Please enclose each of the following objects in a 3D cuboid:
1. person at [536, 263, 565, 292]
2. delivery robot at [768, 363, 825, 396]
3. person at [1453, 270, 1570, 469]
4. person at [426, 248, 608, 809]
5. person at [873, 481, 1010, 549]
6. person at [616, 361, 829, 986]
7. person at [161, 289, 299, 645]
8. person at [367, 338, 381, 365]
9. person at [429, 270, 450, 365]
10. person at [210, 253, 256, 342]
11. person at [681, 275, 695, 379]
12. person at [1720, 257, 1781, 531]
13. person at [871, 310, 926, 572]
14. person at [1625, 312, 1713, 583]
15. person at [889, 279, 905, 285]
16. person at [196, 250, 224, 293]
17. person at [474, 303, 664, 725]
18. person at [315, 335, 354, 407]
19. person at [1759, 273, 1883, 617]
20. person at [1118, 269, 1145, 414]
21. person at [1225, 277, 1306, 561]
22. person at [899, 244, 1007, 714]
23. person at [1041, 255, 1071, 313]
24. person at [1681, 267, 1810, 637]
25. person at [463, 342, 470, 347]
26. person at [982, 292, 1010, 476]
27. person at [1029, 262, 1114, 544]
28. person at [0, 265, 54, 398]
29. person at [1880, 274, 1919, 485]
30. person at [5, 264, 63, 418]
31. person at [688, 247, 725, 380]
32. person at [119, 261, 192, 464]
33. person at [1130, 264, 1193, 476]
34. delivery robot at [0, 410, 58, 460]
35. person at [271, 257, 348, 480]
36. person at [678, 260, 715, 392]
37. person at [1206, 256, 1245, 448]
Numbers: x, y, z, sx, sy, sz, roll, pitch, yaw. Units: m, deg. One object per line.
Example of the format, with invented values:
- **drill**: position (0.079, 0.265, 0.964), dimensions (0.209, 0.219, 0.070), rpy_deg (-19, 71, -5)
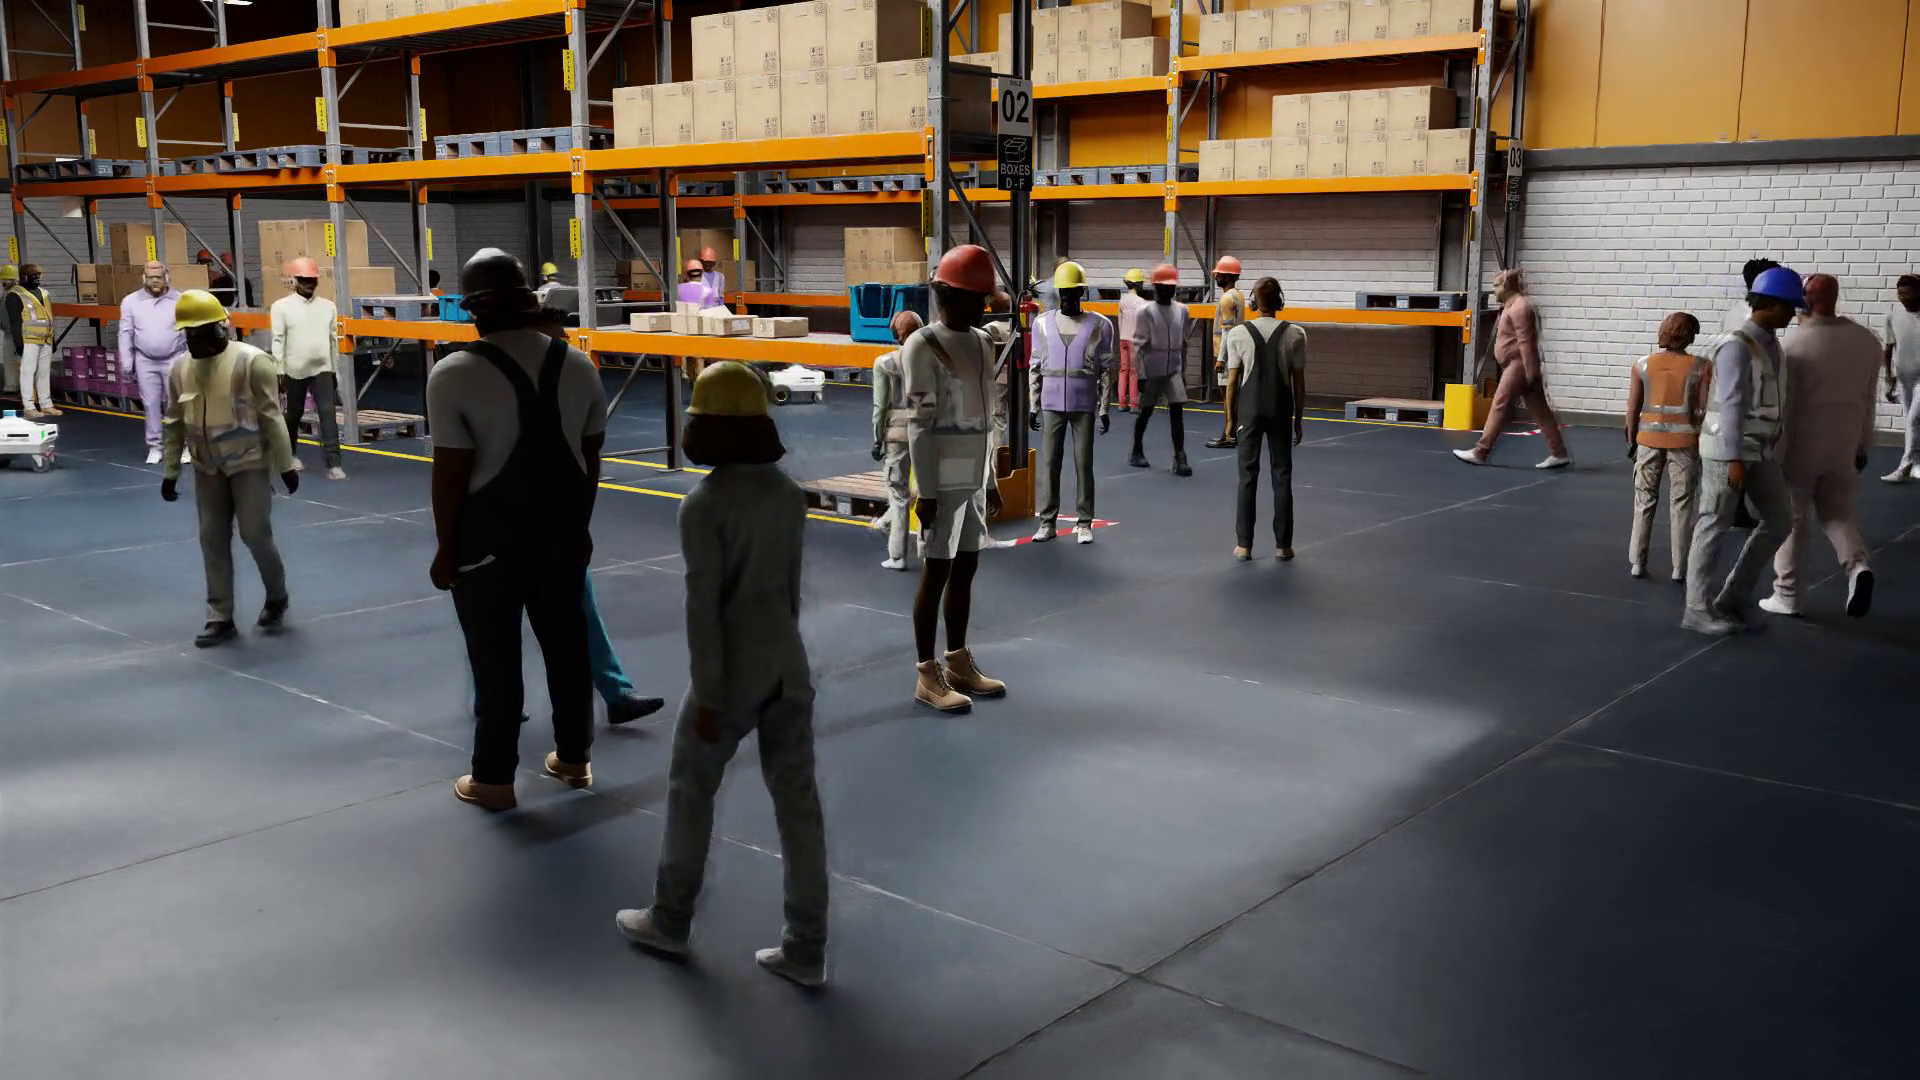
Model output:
- **person**: position (-5.886, -3.047, 23.774), dimensions (0.618, 1.809, 0.616), rpy_deg (7, 12, 33)
- **delivery robot**: position (-2.118, -2.079, 21.577), dimensions (0.707, 0.478, 0.477), rpy_deg (-2, 10, -13)
- **person**: position (5.149, -1.561, 15.316), dimensions (1.037, 1.829, 0.645), rpy_deg (5, 11, 24)
- **person**: position (-1.656, -0.053, 6.082), dimensions (0.536, 2.000, 0.676), rpy_deg (10, 14, 44)
- **person**: position (-0.148, -0.814, 11.066), dimensions (0.890, 1.827, 0.592), rpy_deg (0, 10, -1)
- **person**: position (-0.665, 0.359, 4.660), dimensions (0.824, 1.704, 0.501), rpy_deg (8, 13, 37)
- **person**: position (-3.777, -0.386, 8.620), dimensions (0.692, 1.814, 0.653), rpy_deg (2, 10, 10)
- **person**: position (-10.171, -3.848, 28.843), dimensions (0.280, 1.636, 0.501), rpy_deg (-7, 12, -35)
- **person**: position (-7.919, -3.226, 25.126), dimensions (0.317, 1.695, 0.540), rpy_deg (4, 11, 21)
- **person**: position (-10.498, -3.134, 23.864), dimensions (0.999, 1.940, 0.629), rpy_deg (5, 11, 28)
- **person**: position (-4.182, -3.319, 25.855), dimensions (0.269, 1.627, 0.502), rpy_deg (6, 12, 31)
- **person**: position (5.649, -1.039, 11.953), dimensions (0.370, 1.958, 0.598), rpy_deg (0, 10, 1)
- **person**: position (-0.314, -0.619, 10.454), dimensions (0.523, 1.636, 0.310), rpy_deg (-5, 11, -26)
- **person**: position (4.316, -0.562, 10.125), dimensions (0.523, 1.638, 0.310), rpy_deg (8, 13, 38)
- **person**: position (-0.768, -2.619, 21.853), dimensions (0.464, 1.619, 0.524), rpy_deg (8, 13, 40)
- **person**: position (-11.971, -3.615, 26.492), dimensions (0.625, 1.992, 0.386), rpy_deg (-8, 13, -38)
- **person**: position (-1.706, -0.081, 6.933), dimensions (0.960, 1.786, 0.567), rpy_deg (6, 12, 30)
- **person**: position (-7.802, -2.508, 20.516), dimensions (1.029, 1.891, 0.645), rpy_deg (8, 13, 40)
- **person**: position (4.658, -0.485, 8.957), dimensions (0.670, 1.889, 0.622), rpy_deg (-1, 10, -8)
- **person**: position (2.131, -2.433, 20.409), dimensions (0.304, 1.772, 0.525), rpy_deg (-5, 11, -28)
- **person**: position (1.971, -0.777, 10.783), dimensions (0.506, 1.838, 0.349), rpy_deg (2, 10, 9)
- **person**: position (0.002, -0.270, 7.332), dimensions (0.381, 2.038, 0.606), rpy_deg (6, 12, 32)
- **person**: position (1.316, -2.656, 21.222), dimensions (0.460, 1.929, 0.673), rpy_deg (8, 13, 39)
- **person**: position (4.074, -0.444, 8.631), dimensions (0.672, 1.918, 0.513), rpy_deg (-7, 12, -37)
- **person**: position (-5.685, -2.266, 19.699), dimensions (0.537, 1.688, 0.327), rpy_deg (7, 12, 33)
- **person**: position (0.391, -1.383, 14.800), dimensions (0.512, 1.639, 0.311), rpy_deg (-8, 13, -37)
- **person**: position (0.753, -0.934, 11.420), dimensions (0.585, 1.928, 0.369), rpy_deg (3, 10, 14)
- **person**: position (-12.783, -2.844, 22.674), dimensions (0.616, 1.798, 0.731), rpy_deg (6, 12, 31)
- **person**: position (8.277, -1.388, 14.386), dimensions (0.827, 1.810, 0.535), rpy_deg (-8, 13, -40)
- **person**: position (-11.084, -2.381, 19.935), dimensions (0.429, 1.837, 0.621), rpy_deg (2, 10, 9)
- **person**: position (-3.757, -3.345, 24.849), dimensions (0.609, 2.034, 0.404), rpy_deg (-7, 12, -36)
- **person**: position (-7.495, -1.657, 15.610), dimensions (0.677, 1.906, 0.402), rpy_deg (-3, 10, -17)
- **person**: position (1.811, -1.549, 15.059), dimensions (0.564, 1.889, 1.007), rpy_deg (-3, 10, -17)
- **delivery robot**: position (-8.587, -0.934, 15.059), dimensions (0.707, 0.478, 0.477), rpy_deg (-1, 10, -8)
- **person**: position (-5.820, -1.528, 14.780), dimensions (0.627, 1.955, 1.040), rpy_deg (-9, 13, -40)
- **person**: position (-3.442, -2.689, 21.613), dimensions (0.561, 1.863, 0.906), rpy_deg (1, 10, 3)
- **person**: position (2.698, -1.897, 16.866), dimensions (0.354, 1.942, 0.545), rpy_deg (3, 11, 19)
